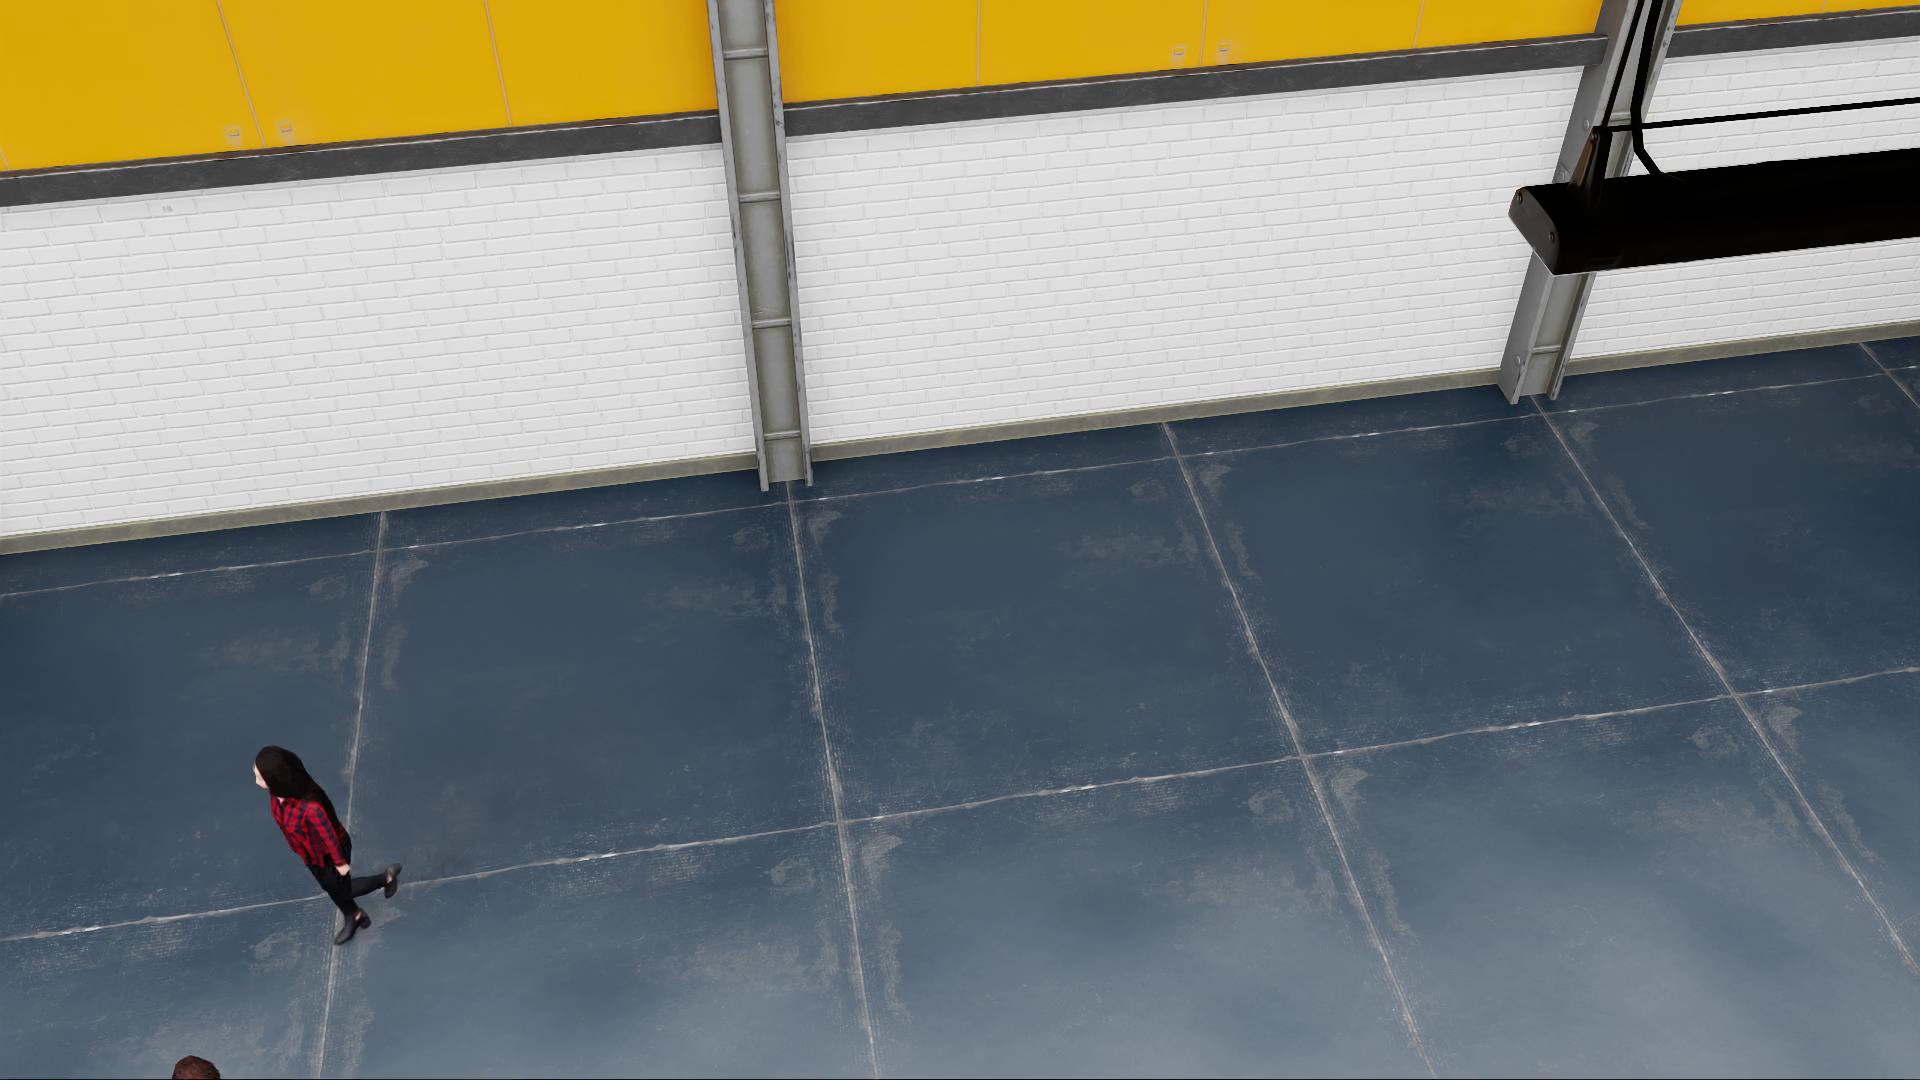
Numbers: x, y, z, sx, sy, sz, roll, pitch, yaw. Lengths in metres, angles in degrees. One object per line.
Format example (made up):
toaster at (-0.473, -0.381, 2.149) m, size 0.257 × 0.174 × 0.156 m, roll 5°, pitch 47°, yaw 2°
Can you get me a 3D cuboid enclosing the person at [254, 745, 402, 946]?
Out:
person at (-3.472, 1.651, 9.233) m, size 0.816 × 1.646 × 0.883 m, roll 25°, pitch 49°, yaw 24°
